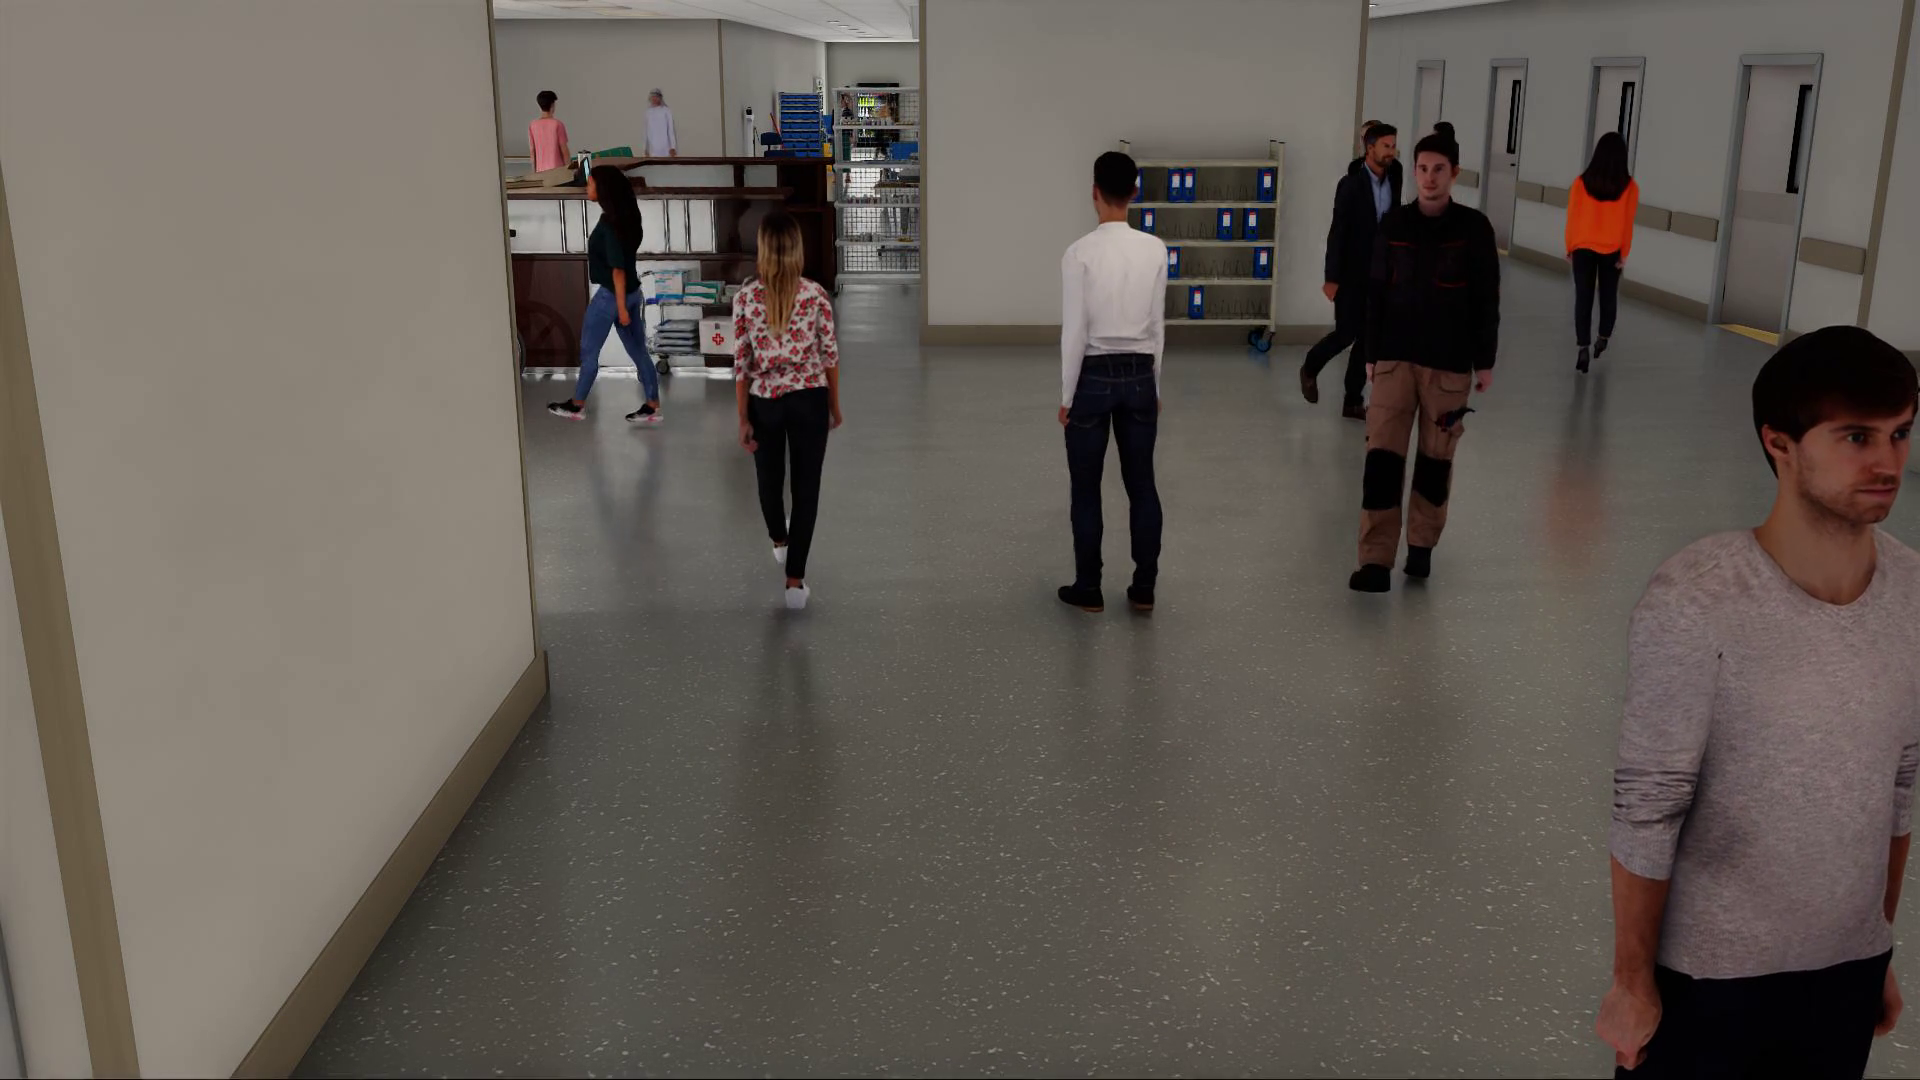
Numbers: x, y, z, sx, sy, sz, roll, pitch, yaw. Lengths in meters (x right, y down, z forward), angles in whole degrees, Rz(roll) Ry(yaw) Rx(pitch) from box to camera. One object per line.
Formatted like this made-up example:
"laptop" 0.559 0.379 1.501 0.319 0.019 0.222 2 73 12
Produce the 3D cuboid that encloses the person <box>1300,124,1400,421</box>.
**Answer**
"person" 2.475 -1.674 10.507 0.927 1.842 0.935 -9 18 -28

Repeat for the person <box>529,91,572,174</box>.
"person" -4.625 -4.078 18.823 0.579 1.958 0.749 4 16 15

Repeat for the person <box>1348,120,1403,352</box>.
"person" 3.285 -2.384 13.137 0.960 1.782 0.983 11 19 35

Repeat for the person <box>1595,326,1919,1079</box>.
"person" 1.155 0.600 2.443 0.574 1.842 0.770 -4 16 -15

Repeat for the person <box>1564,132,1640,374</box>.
"person" 4.647 -2.067 12.131 1.056 1.717 0.888 5 16 16

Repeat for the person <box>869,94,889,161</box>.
"person" -1.903 -9.732 39.479 1.116 1.632 1.053 10 19 32

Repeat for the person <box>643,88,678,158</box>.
"person" -4.706 -6.197 26.437 0.892 1.904 0.947 9 18 30

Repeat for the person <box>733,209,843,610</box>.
"person" -0.706 -0.495 6.801 1.019 1.586 0.663 1 16 3

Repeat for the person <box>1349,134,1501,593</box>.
"person" 1.998 -0.735 7.088 1.156 1.892 1.047 6 17 20

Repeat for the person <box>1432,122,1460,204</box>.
"person" 4.378 -2.858 14.942 0.666 1.716 0.595 1 16 4

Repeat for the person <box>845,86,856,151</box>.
"person" -3.170 -12.050 47.594 0.591 1.845 0.643 1 16 5

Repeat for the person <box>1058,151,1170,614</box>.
"person" 0.629 -0.621 6.721 0.655 1.870 0.761 -5 16 -16

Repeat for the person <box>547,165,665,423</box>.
"person" -2.047 -1.495 10.341 0.972 1.588 0.646 2 16 6

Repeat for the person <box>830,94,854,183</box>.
"person" -2.370 -7.981 33.086 0.674 1.730 0.754 0 16 0
